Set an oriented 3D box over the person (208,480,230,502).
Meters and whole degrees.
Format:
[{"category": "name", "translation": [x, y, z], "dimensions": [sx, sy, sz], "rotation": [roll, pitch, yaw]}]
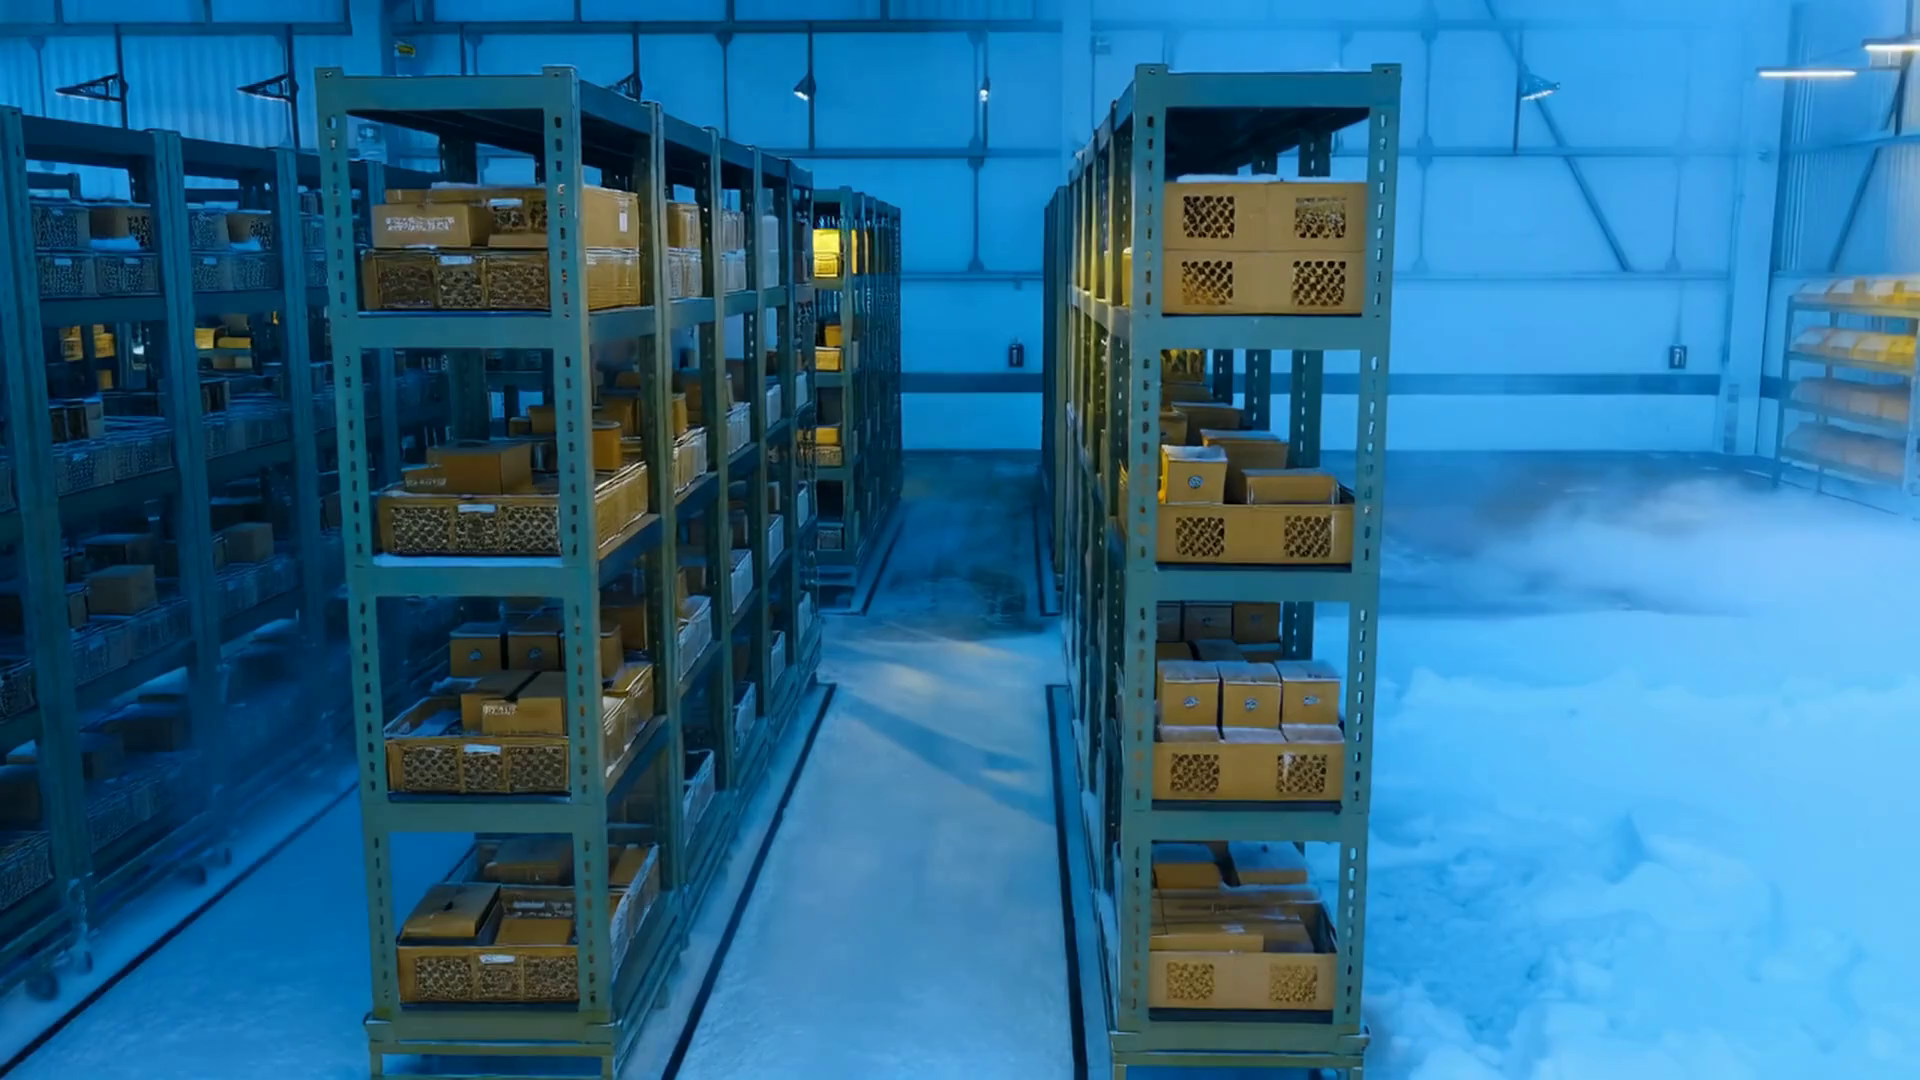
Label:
[{"category": "person", "translation": [-7.606, -0.831, 16.870], "dimensions": [0.375, 1.997, 0.612], "rotation": [-3, 10, -15]}]
